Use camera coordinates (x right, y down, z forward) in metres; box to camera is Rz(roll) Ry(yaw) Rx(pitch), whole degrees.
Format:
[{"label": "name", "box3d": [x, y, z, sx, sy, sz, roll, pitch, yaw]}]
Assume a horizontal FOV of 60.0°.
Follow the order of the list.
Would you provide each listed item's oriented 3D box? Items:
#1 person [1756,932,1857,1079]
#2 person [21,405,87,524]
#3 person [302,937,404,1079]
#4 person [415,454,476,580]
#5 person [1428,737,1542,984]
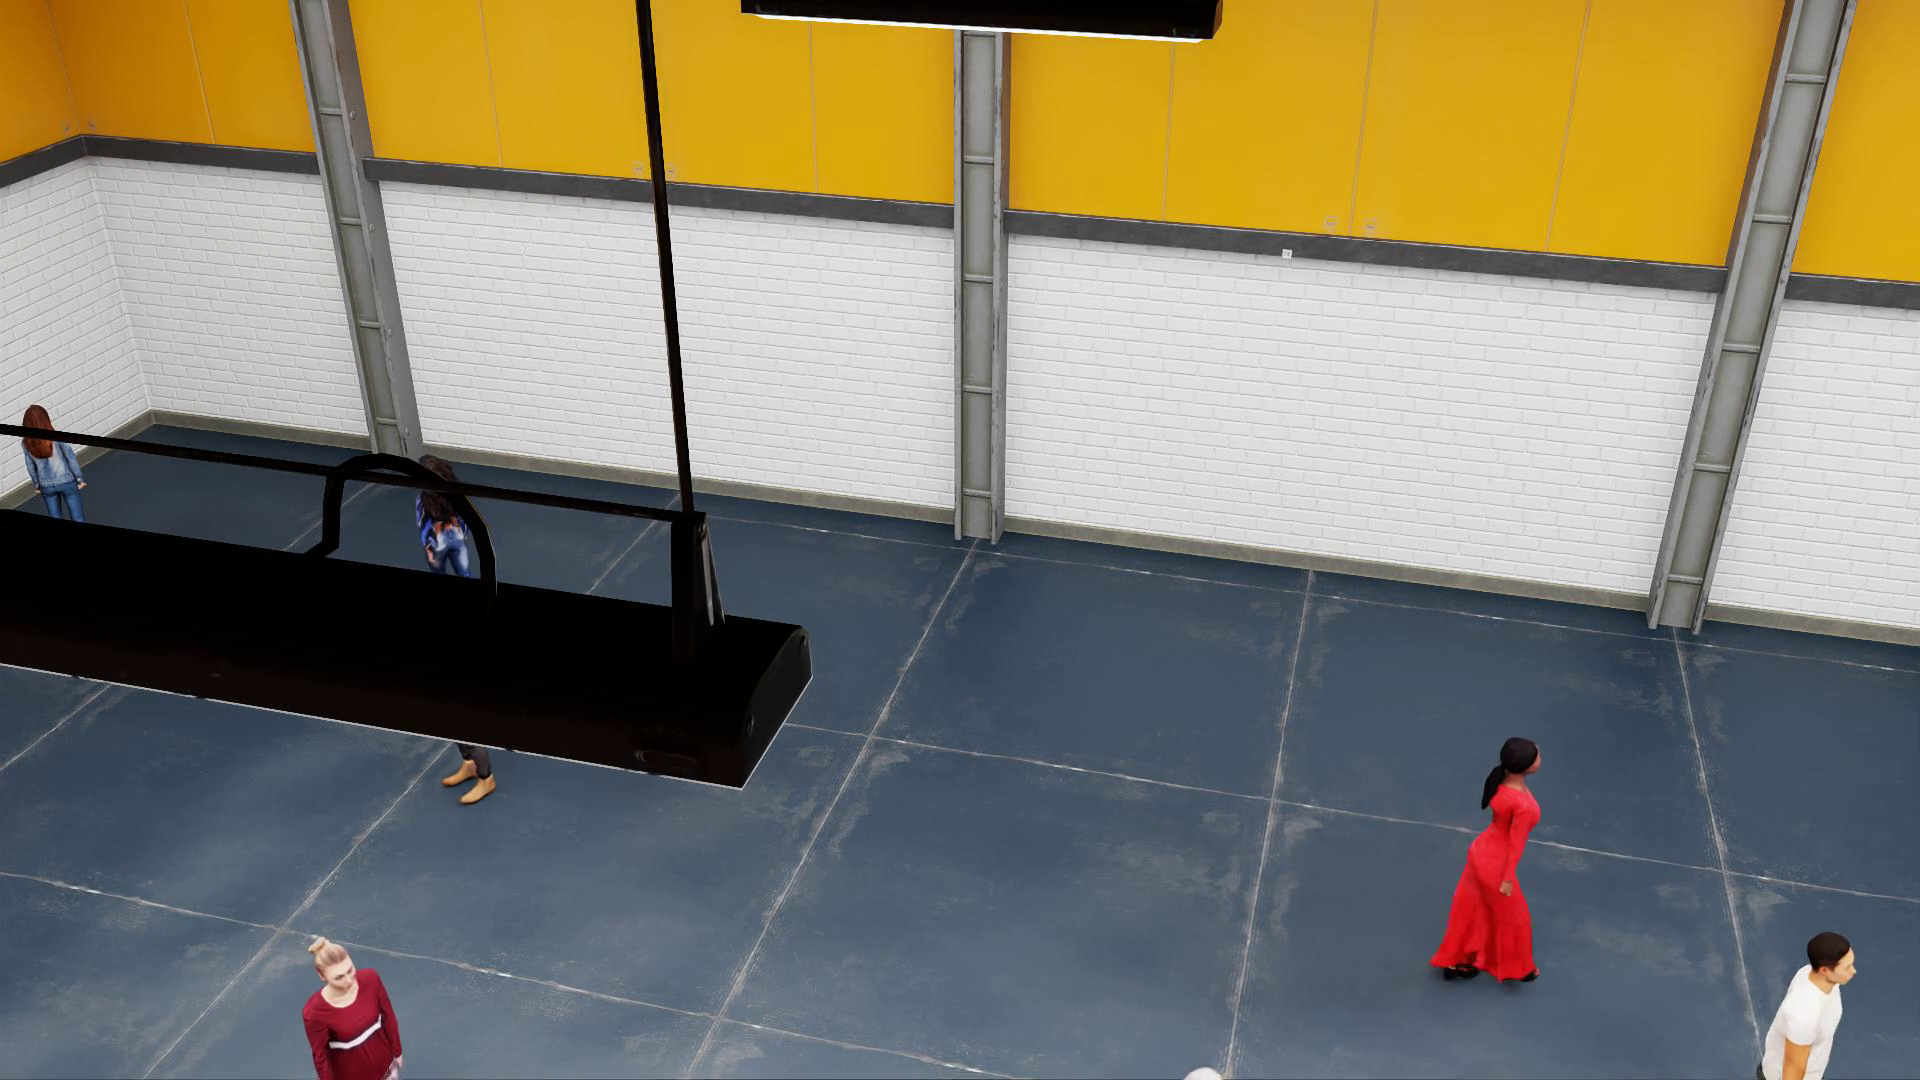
[{"label": "person", "box3d": [4.143, 2.661, 8.463, 0.802, 1.798, 0.782, 20, 35, 32]}, {"label": "person", "box3d": [-7.920, -0.502, 14.587, 0.578, 1.477, 0.698, -5, 29, -10]}, {"label": "person", "box3d": [-3.094, 2.701, 8.504, 0.948, 1.679, 0.800, 19, 34, 31]}, {"label": "person", "box3d": [-4.108, 0.055, 13.445, 0.935, 1.592, 1.102, -25, 37, -38]}, {"label": "person", "box3d": [3.081, 1.932, 9.838, 0.985, 1.761, 0.822, -3, 29, -5]}]
